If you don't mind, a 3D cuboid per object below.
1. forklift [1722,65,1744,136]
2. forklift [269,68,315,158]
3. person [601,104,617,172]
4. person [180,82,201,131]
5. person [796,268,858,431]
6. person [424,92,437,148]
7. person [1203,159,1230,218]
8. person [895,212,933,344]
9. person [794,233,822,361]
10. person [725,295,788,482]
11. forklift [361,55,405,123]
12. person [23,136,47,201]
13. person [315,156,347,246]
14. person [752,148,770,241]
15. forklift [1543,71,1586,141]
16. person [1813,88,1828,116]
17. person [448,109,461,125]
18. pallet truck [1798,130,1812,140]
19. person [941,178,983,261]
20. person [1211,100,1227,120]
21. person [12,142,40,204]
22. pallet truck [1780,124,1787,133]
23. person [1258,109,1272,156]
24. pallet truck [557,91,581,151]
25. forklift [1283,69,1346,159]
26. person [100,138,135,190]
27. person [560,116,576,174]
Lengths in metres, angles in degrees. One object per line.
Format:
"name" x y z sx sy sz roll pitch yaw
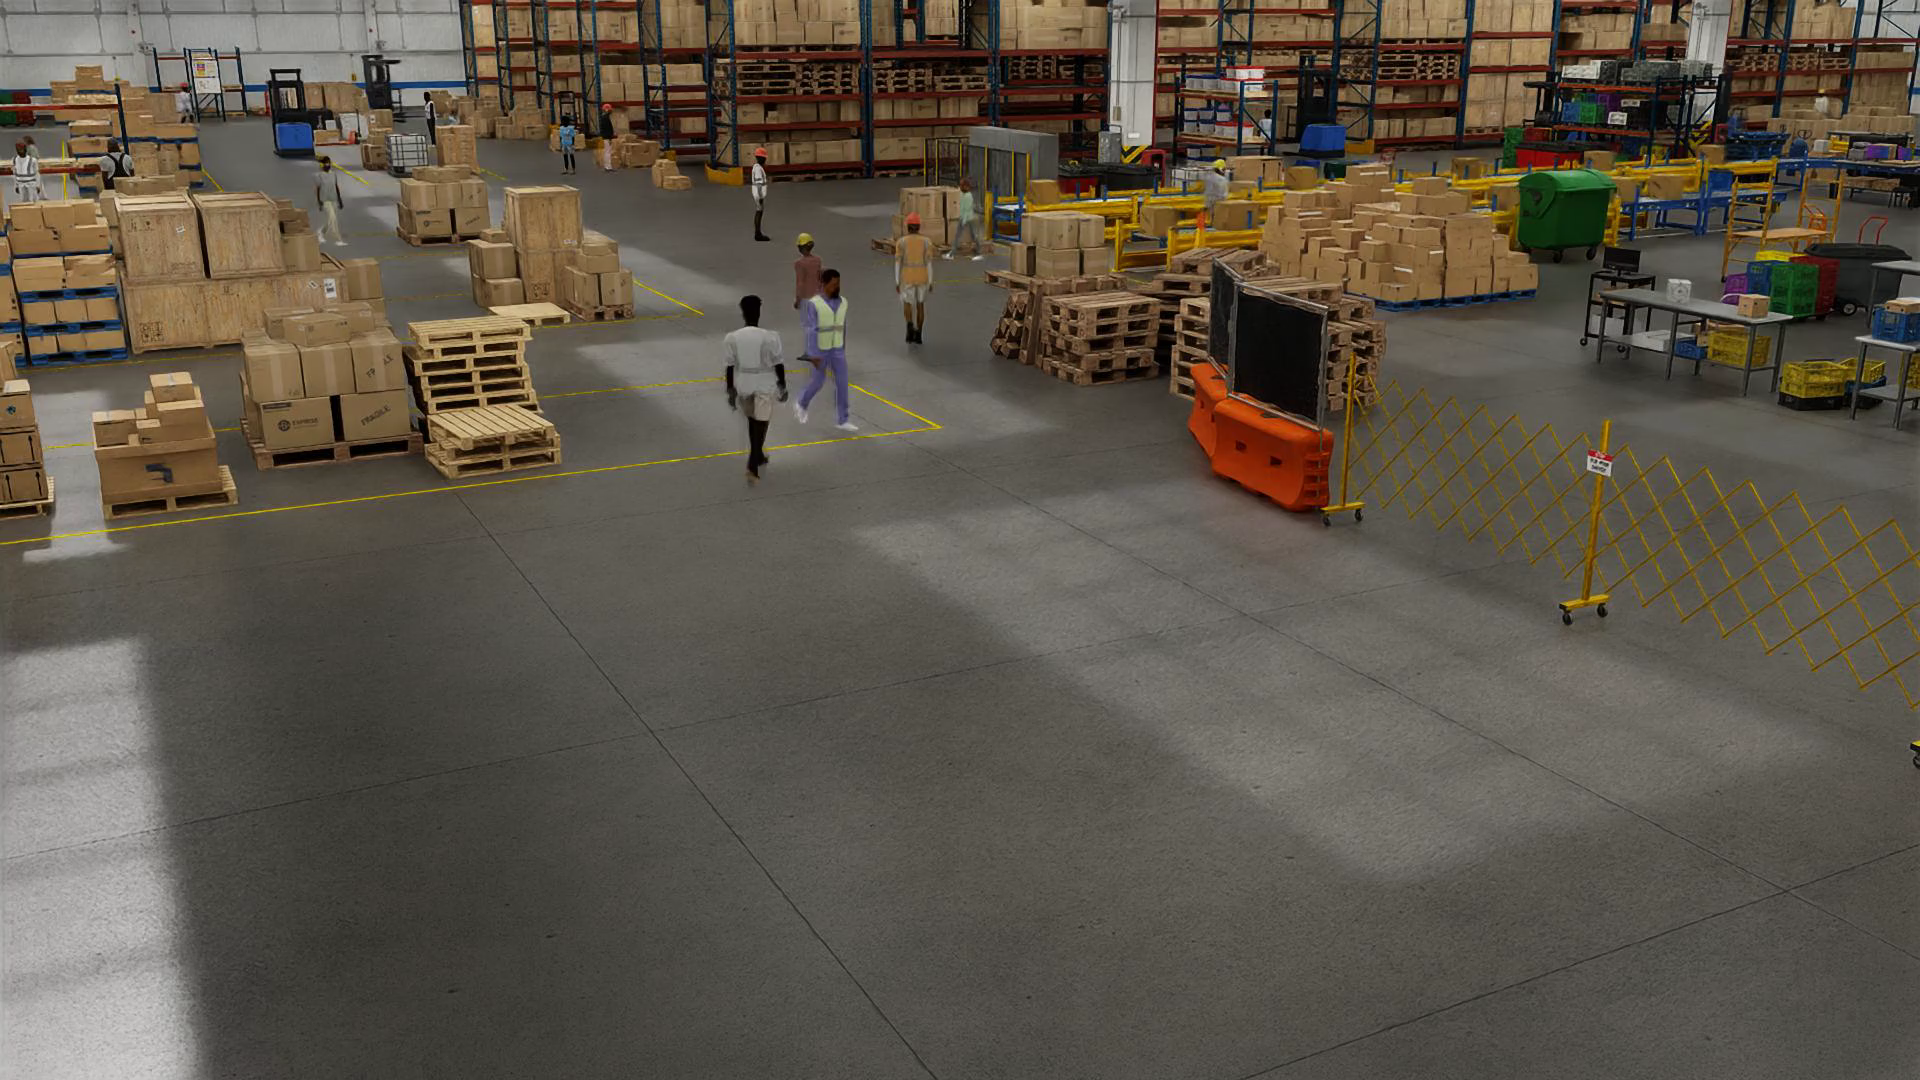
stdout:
"forklift" 26.508 -15.208 58.246 1.873 2.768 1.129 -9 20 -26
"forklift" -22.016 -14.054 54.650 1.129 2.768 1.873 -9 20 -26
"person" -10.499 -12.008 49.698 0.396 1.992 0.622 -7 19 -21
"person" -30.438 -17.061 65.595 0.848 1.899 0.568 -3 18 -8
"person" -1.579 -2.237 19.416 0.598 1.890 0.853 -16 23 -40
"person" -18.609 -14.787 58.502 0.391 1.912 0.589 -11 21 -32
"person" 5.274 -6.804 33.783 0.729 1.808 0.609 -8 20 -24
"person" -0.662 -3.801 24.236 0.560 1.917 0.579 -2 18 -7
"person" -2.131 -3.388 23.194 0.327 1.767 0.533 12 21 33
"person" -2.150 -1.590 17.338 0.606 1.928 0.971 5 18 14
"forklift" -24.634 -18.984 70.019 1.873 2.768 1.129 7 19 22
"person" -23.663 -9.479 42.416 0.442 1.629 0.554 -9 20 -26
"person" -13.078 -7.028 34.417 0.794 1.849 0.529 9 20 26
"person" -4.192 -7.283 35.068 0.377 1.932 0.548 -2 18 -7
"forklift" 18.685 -13.231 52.085 1.873 2.768 1.129 -9 20 -26
"person" 33.048 -16.469 63.982 0.360 1.751 0.558 -9 20 -25
"person" -16.251 -13.103 53.727 0.709 1.604 0.539 6 19 18
"pallet truck" 25.526 -11.556 49.408 1.630 1.274 0.653 -9 20 -26
"person" 0.074 -6.208 32.271 0.859 1.586 0.501 -9 20 -27
"person" 8.755 -14.209 56.736 0.648 1.872 0.890 10 20 28
"person" -20.763 -7.883 37.020 0.573 1.883 0.355 1 18 3
"pallet truck" 25.206 -12.542 52.601 1.601 1.201 0.680 0 18 -2
"person" 9.575 -12.571 51.933 0.540 1.695 0.317 5 18 14
"pallet truck" -13.495 -14.412 57.188 0.823 1.965 1.885 -3 18 -9
"forklift" 11.615 -13.871 54.079 1.129 2.768 1.873 -9 20 -27
"person" -18.444 -7.776 36.431 0.689 2.000 0.539 -16 24 -41
"person" -11.574 -11.648 49.050 0.535 1.699 0.322 9 20 26
